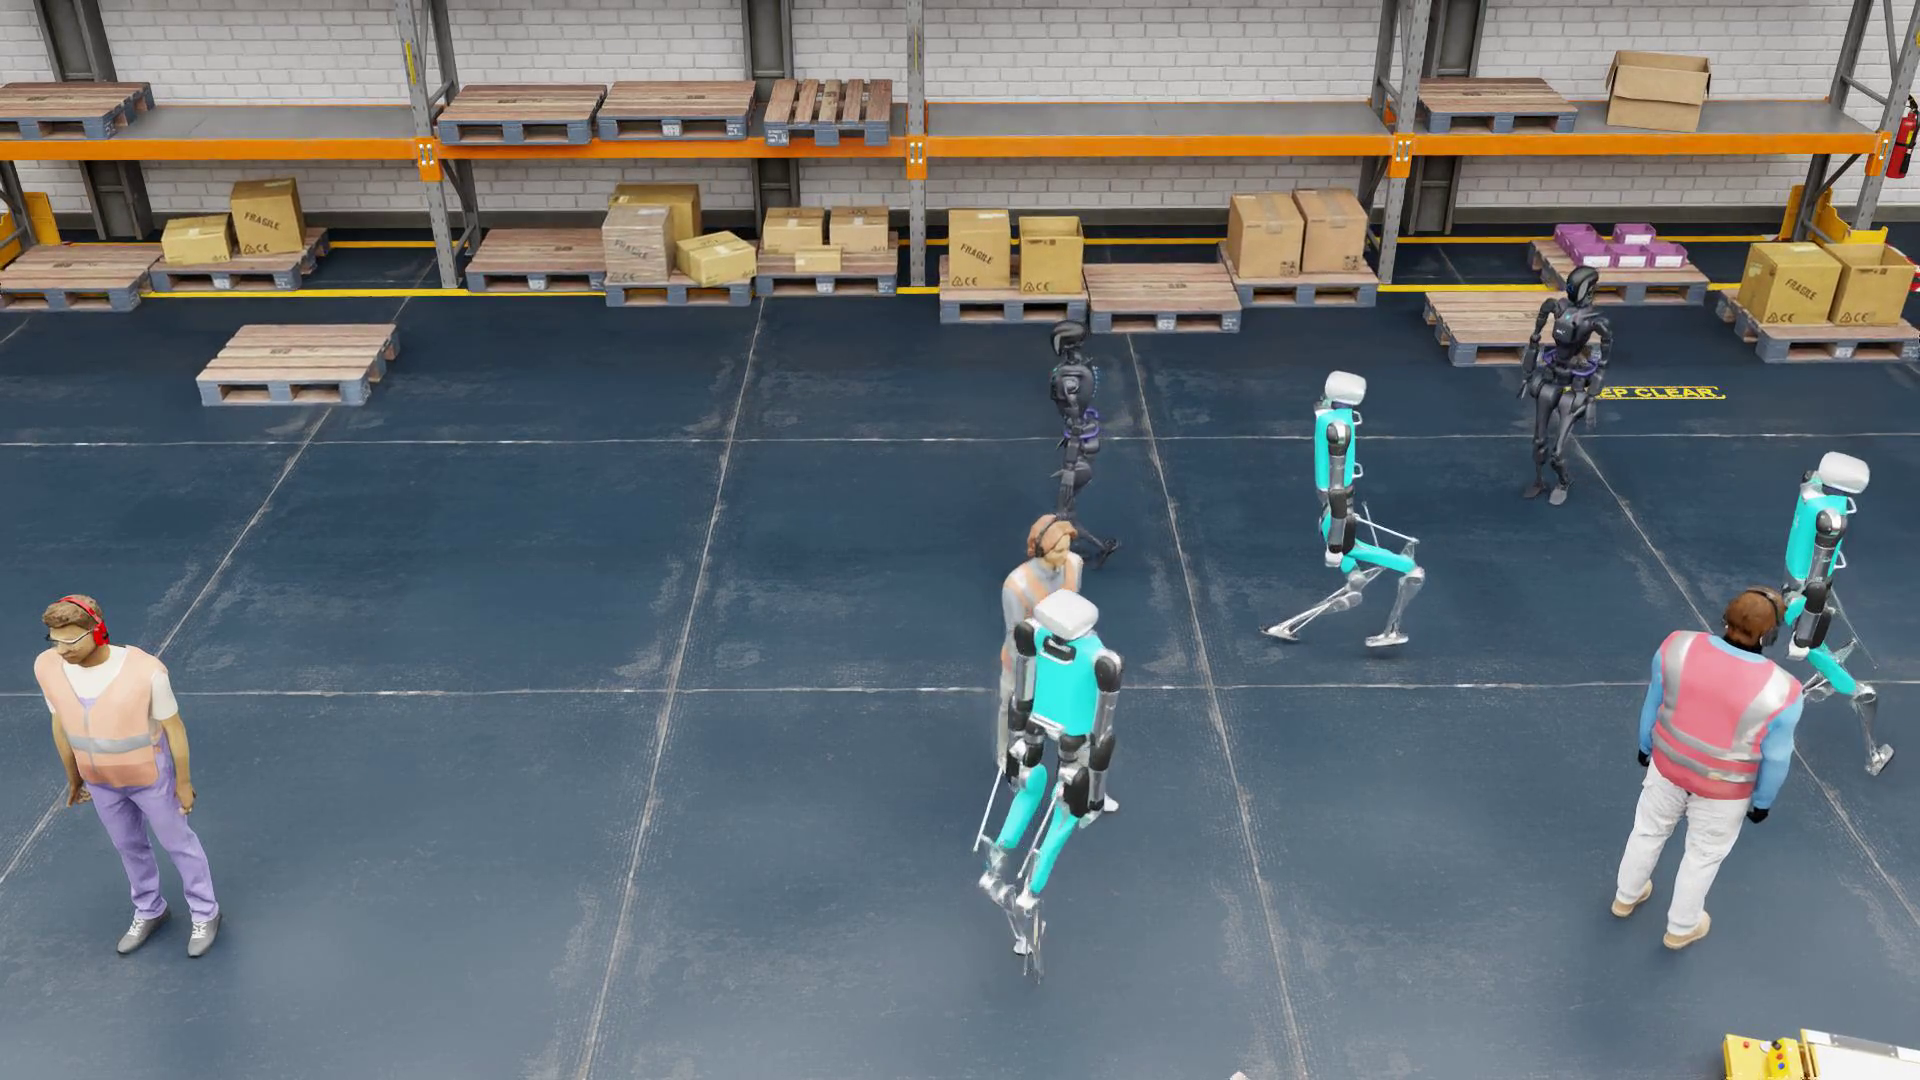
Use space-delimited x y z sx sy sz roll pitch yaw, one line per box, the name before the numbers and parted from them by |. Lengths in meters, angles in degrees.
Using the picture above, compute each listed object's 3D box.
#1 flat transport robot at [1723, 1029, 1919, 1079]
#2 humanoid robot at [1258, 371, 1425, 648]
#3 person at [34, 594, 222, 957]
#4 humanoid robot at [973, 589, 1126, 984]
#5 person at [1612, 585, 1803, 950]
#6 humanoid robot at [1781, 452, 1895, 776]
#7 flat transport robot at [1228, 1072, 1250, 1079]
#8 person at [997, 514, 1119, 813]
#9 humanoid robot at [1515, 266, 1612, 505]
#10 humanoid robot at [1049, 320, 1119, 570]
flat transport robot | 3.814 2.327 6.537 1.431 0.231 0.659 8 32 13
humanoid robot | 2.244 -0.086 9.177 1.049 1.758 0.551 3 31 5
person | -3.587 1.012 7.195 0.569 1.844 0.381 3 31 4
humanoid robot | 0.290 1.149 7.150 0.535 1.847 0.803 23 38 33
person | 3.241 0.996 7.239 0.430 1.833 0.629 -27 40 -37
humanoid robot | 4.500 0.422 8.321 0.888 1.807 0.547 8 32 13
flat transport robot | 1.028 2.822 5.713 1.431 0.231 0.659 -23 38 -33
person | 0.451 0.633 8.054 0.525 1.606 0.784 -20 37 -30
humanoid robot | 3.869 -0.990 10.682 0.346 1.648 0.593 -22 38 -32
humanoid robot | 0.738 -0.563 9.978 0.440 1.637 0.612 1 31 2
